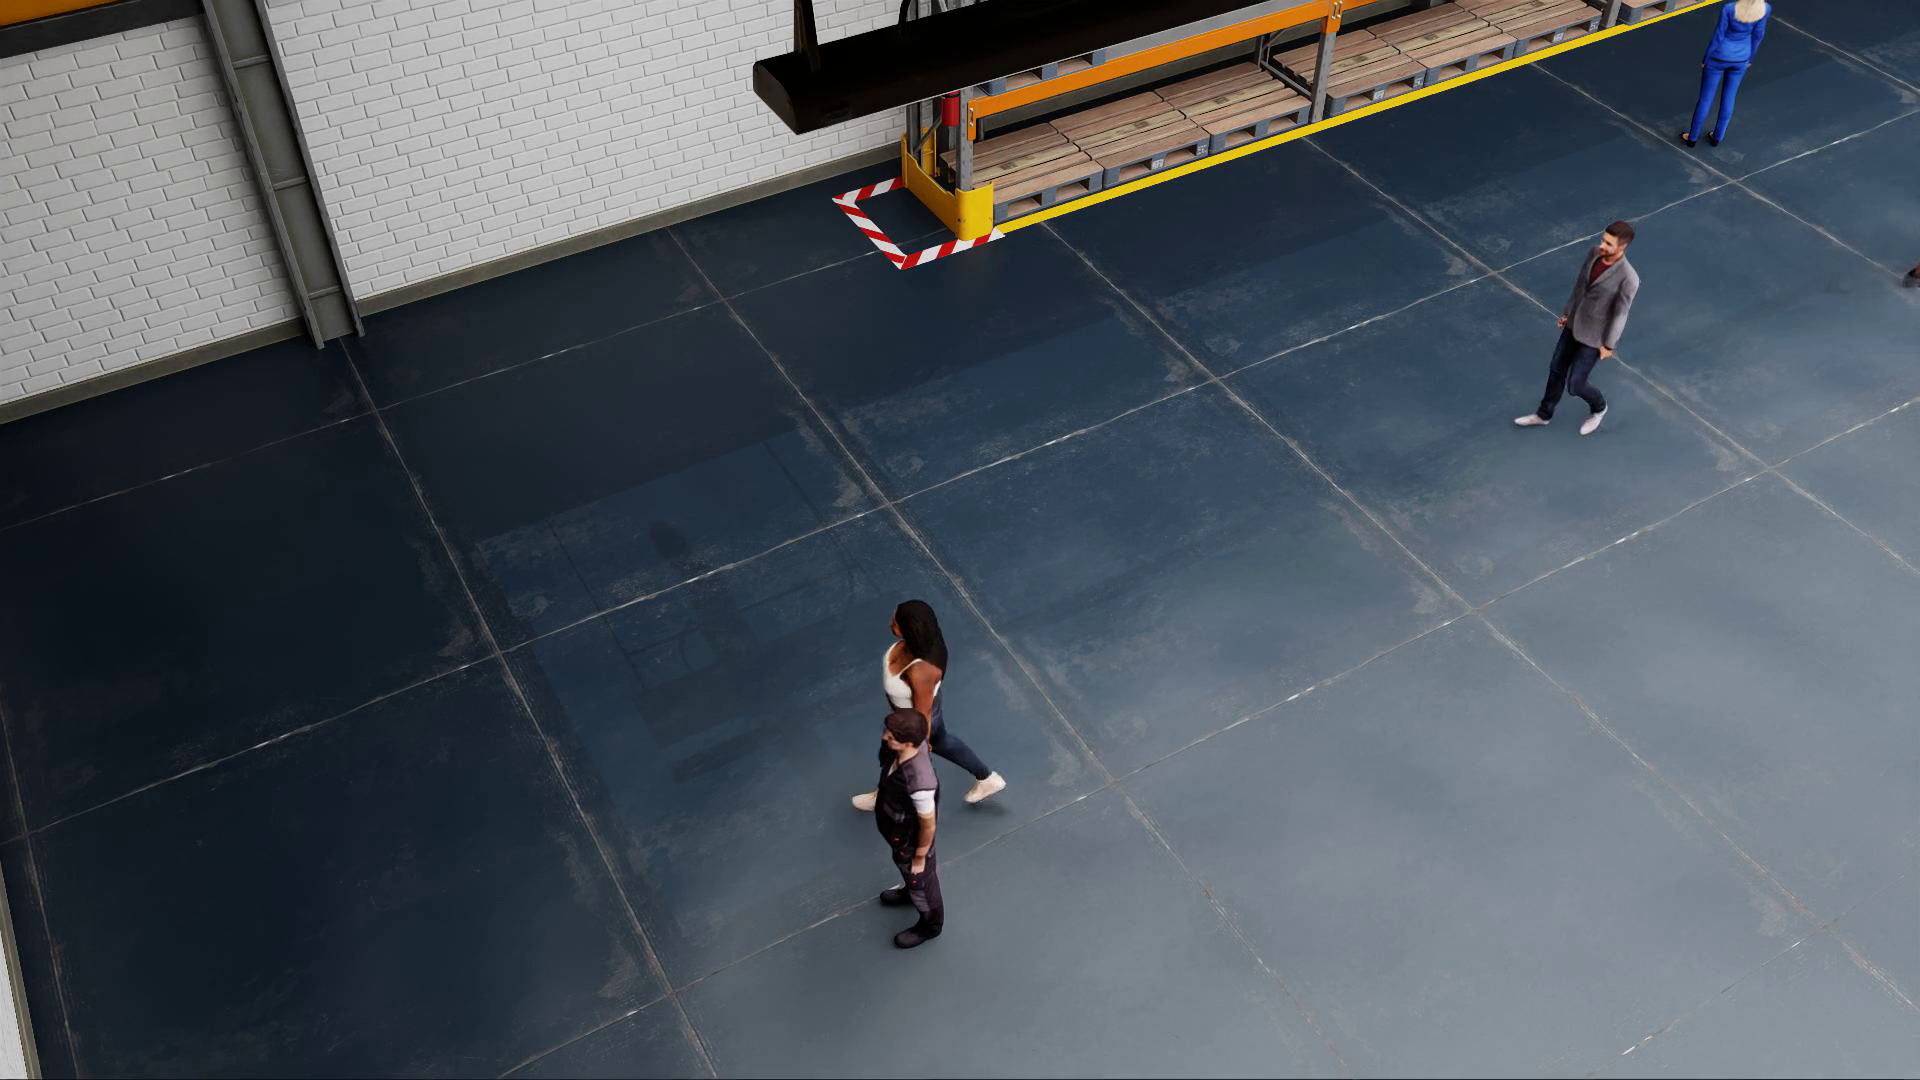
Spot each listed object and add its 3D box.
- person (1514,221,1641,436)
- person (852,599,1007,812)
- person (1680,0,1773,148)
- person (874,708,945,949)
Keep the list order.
[{"bbox_3d":[4.717,-1.571,12.376,0.968,1.860,0.833,-12,45,-12],"label":"person"},{"bbox_3d":[-0.152,1.018,9.720,1.257,1.774,1.078,3,44,4],"label":"person"},{"bbox_3d":[7.177,-4.475,15.539,0.658,1.700,0.774,0,44,0],"label":"person"},{"bbox_3d":[-0.259,1.555,9.102,0.665,1.848,0.717,-11,45,-11],"label":"person"}]
